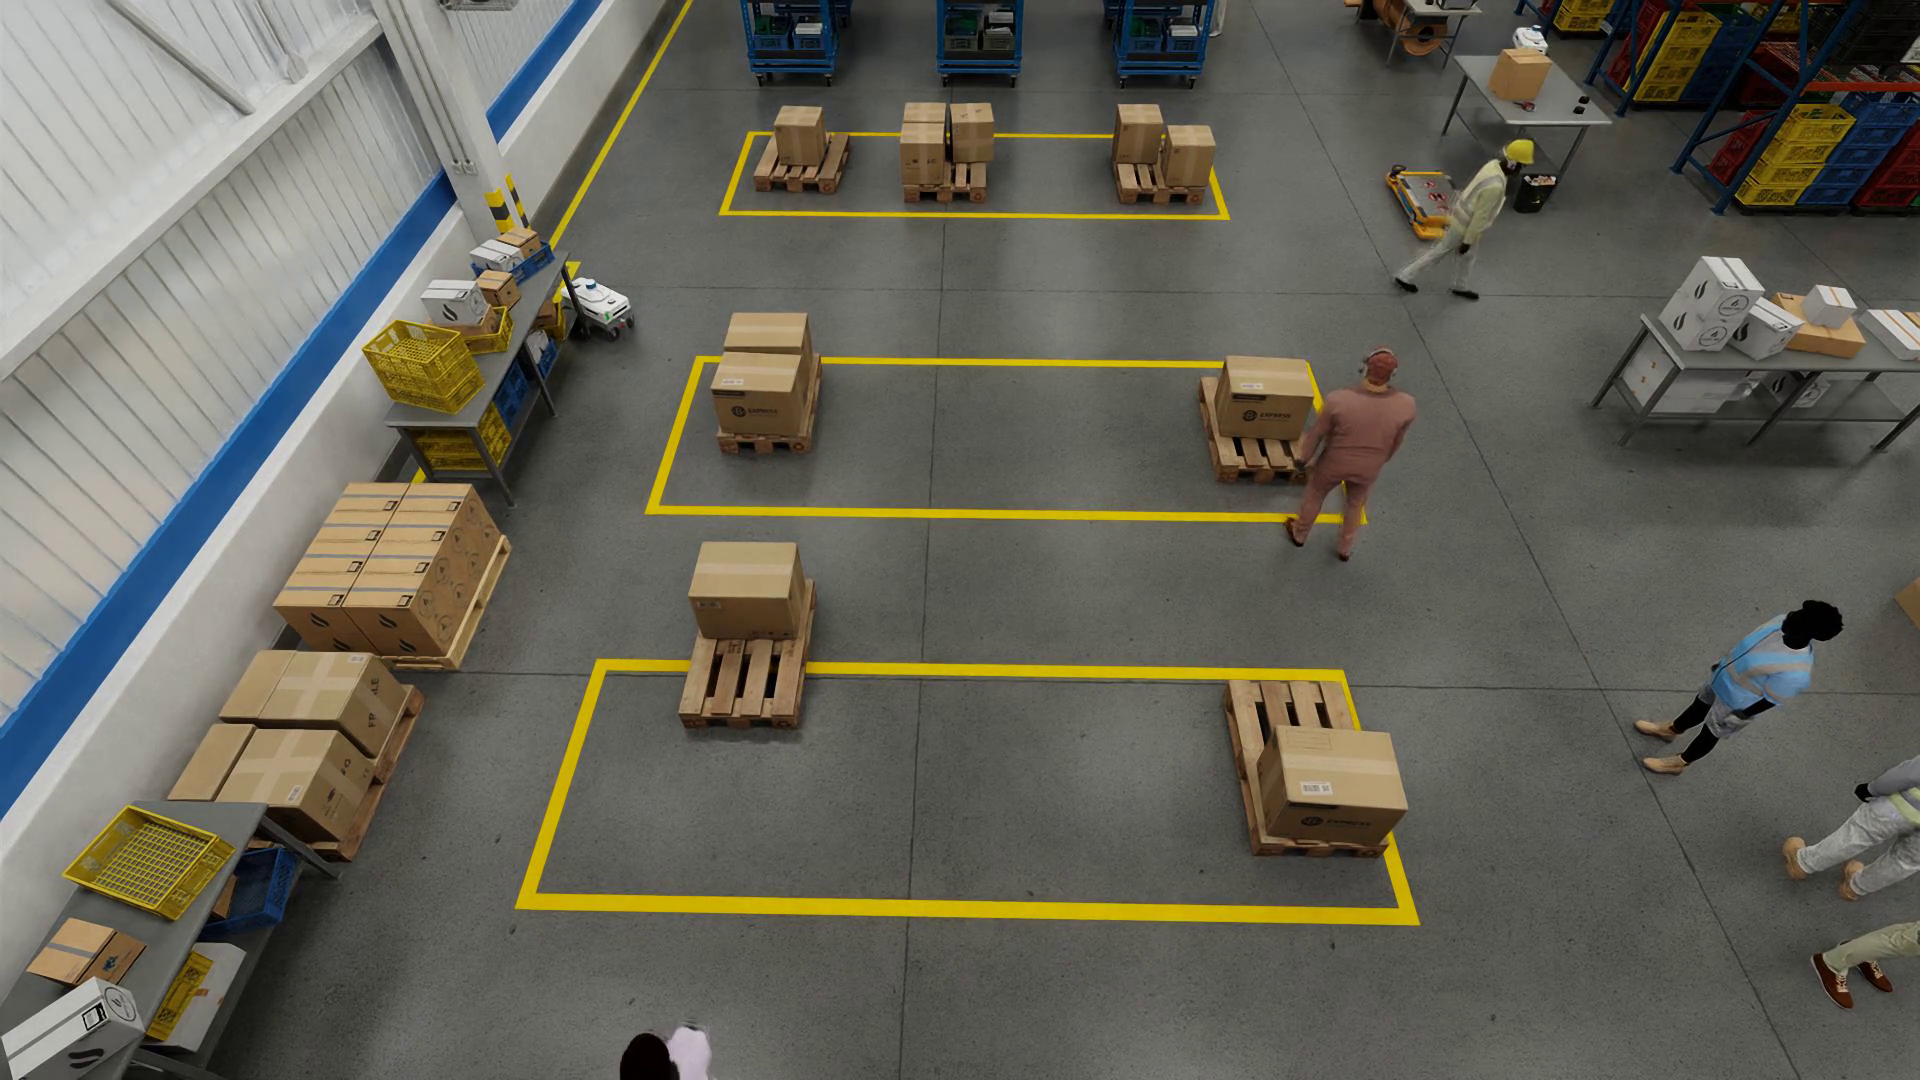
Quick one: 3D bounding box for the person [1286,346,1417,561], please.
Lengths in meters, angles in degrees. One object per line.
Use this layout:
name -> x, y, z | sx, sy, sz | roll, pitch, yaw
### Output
person -> 2.950, -0.595, 6.971 | 0.727, 1.885, 0.491 | 9, 50, 7

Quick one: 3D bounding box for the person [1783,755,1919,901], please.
person -> 5.494, 1.511, 5.177 | 0.630, 1.840, 0.429 | 25, 54, 20

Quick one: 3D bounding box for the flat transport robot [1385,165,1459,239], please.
flat transport robot -> 5.692, -4.094, 11.059 | 0.652, 0.197, 1.431 | 1, 49, 1

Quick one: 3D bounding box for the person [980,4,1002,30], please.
person -> 0.511, -8.613, 13.875 | 0.457, 1.937, 0.684 | 5, 49, 4

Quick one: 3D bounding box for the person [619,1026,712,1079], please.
person -> -1.341, 2.645, 4.166 | 0.575, 1.885, 0.648 | 16, 51, 13

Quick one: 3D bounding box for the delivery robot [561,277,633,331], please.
delivery robot -> -3.713, -2.433, 9.375 | 0.707, 0.478, 0.477 | 27, 54, 21

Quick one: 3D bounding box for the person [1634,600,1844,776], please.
person -> 4.877, 0.939, 5.765 | 0.321, 1.697, 0.529 | 15, 51, 13

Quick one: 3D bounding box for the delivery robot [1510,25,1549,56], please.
delivery robot -> 8.513, -7.413, 13.685 | 0.477, 0.478, 0.707 | 9, 50, 7

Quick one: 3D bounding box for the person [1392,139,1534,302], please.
person -> 5.142, -3.261, 9.361 | 0.885, 1.774, 0.614 | 21, 52, 17

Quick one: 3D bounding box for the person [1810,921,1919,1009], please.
person -> 5.290, 1.979, 4.756 | 0.530, 1.864, 0.311 | -12, 50, -10

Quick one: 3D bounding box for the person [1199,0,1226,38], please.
person -> 4.016, -8.695, 14.148 | 0.314, 1.632, 0.518 | -25, 54, -20
